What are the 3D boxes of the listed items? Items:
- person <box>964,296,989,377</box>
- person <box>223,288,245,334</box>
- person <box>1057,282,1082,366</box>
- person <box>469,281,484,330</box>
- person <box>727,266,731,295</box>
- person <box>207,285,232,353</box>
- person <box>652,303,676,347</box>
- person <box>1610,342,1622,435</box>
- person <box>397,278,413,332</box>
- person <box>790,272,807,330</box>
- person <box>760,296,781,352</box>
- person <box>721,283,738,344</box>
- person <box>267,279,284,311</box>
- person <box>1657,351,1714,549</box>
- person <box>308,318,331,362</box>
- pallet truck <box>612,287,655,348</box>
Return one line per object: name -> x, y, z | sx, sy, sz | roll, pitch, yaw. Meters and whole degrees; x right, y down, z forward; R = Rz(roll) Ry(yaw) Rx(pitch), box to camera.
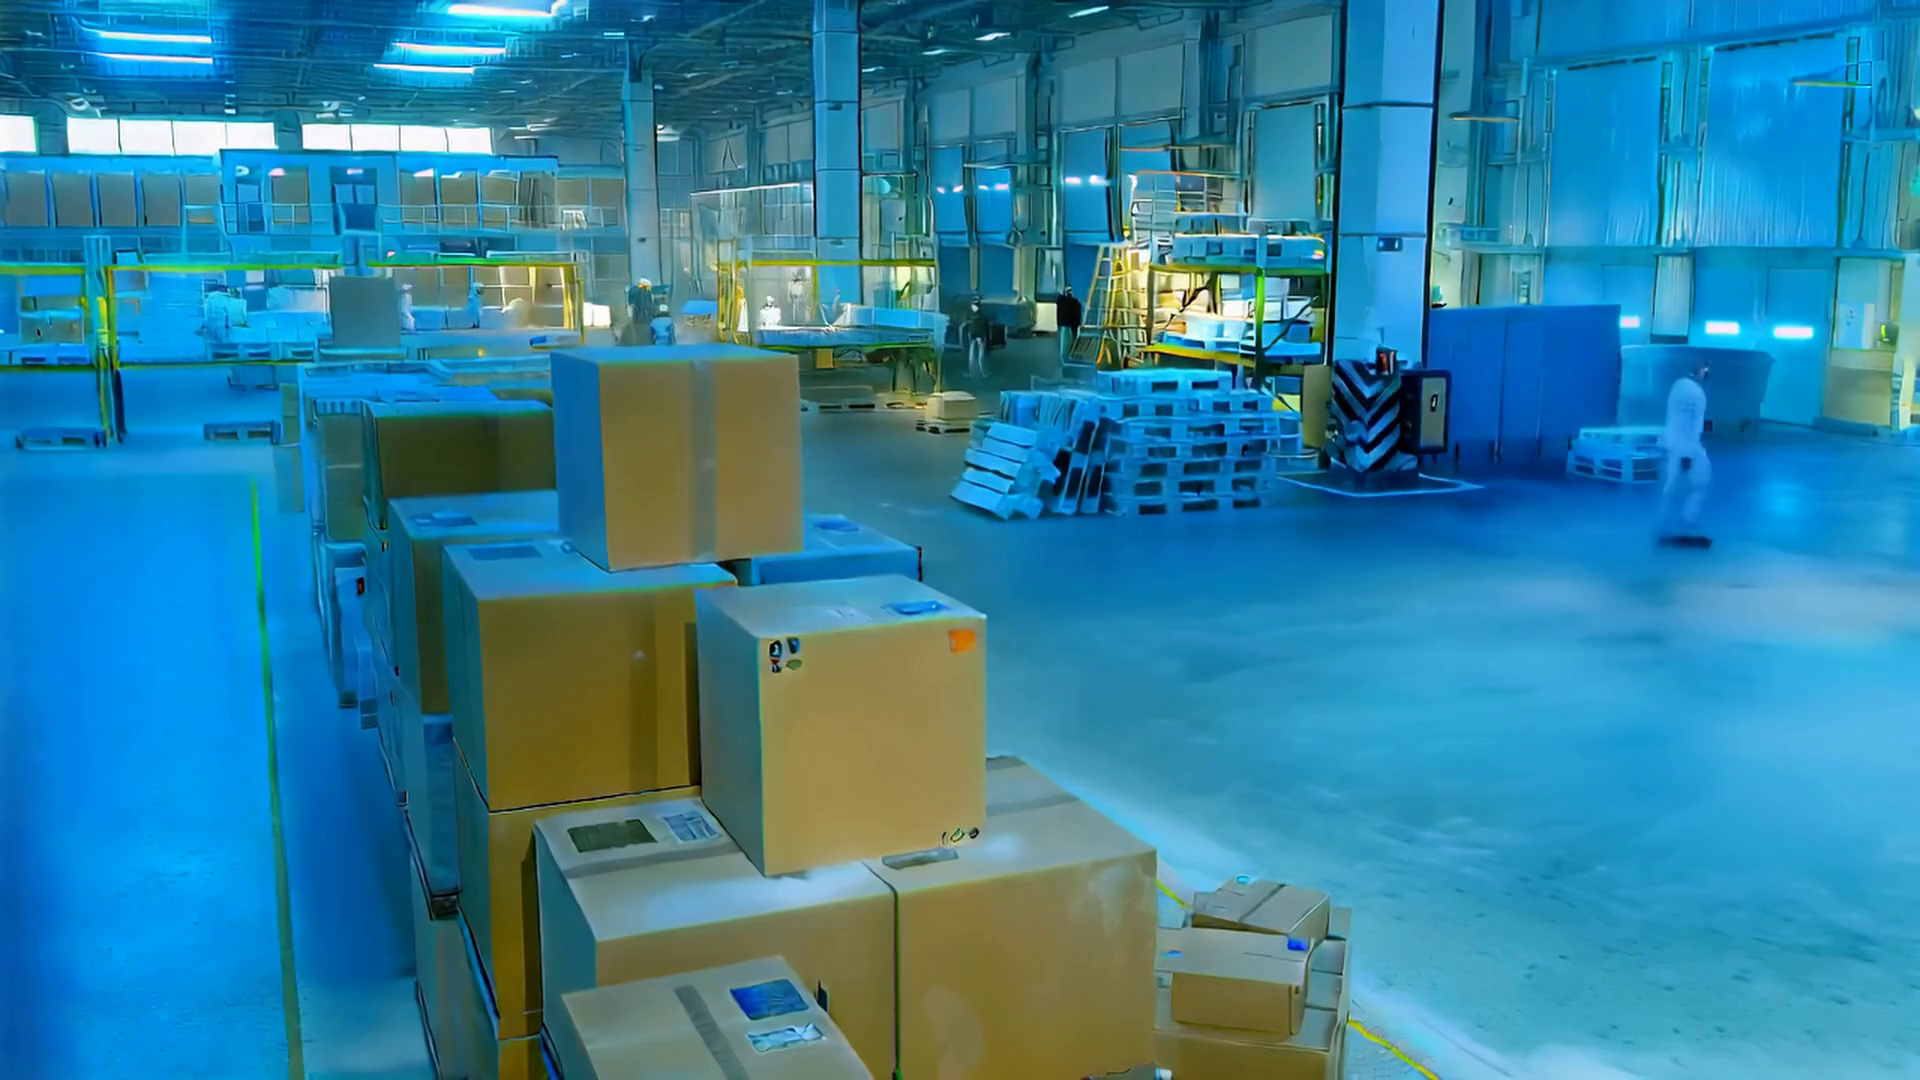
person -> 0.346, -4.384, 35.966 | 0.543, 1.749, 0.460 | 1, 10, 4
person -> -17.497, -5.177, 40.175 | 0.493, 1.815, 0.995 | -4, 11, -22
person -> 2.584, -5.095, 39.250 | 0.610, 1.985, 0.415 | -3, 11, -15
person -> -12.045, -5.488, 41.531 | 0.366, 1.938, 0.630 | 0, 10, 2
person -> -8.841, -9.635, 64.378 | 0.351, 1.942, 0.547 | 1, 10, 6
person -> -18.930, -5.602, 42.531 | 0.656, 1.798, 0.949 | -8, 13, -38
person -> -5.897, -3.839, 33.029 | 0.494, 1.720, 0.688 | 3, 11, 18
person -> 9.171, -2.214, 23.698 | 0.608, 1.855, 0.705 | -8, 13, -39
person -> -15.524, -6.351, 46.416 | 0.753, 1.904, 0.594 | 2, 10, 11
person -> -5.291, -7.916, 55.041 | 0.621, 1.903, 1.021 | 5, 11, 24
person -> -4.461, -4.940, 39.273 | 0.538, 1.645, 0.884 | -3, 11, -17
person -> -5.725, -5.421, 41.266 | 0.583, 1.906, 0.487 | 5, 11, 26
person -> -20.141, -6.787, 49.076 | 0.915, 1.815, 0.625 | 4, 11, 22
person -> 7.098, -0.863, 16.078 | 0.624, 1.919, 0.661 | 1, 10, 8
person -> -9.237, -2.311, 24.300 | 0.516, 1.847, 0.331 | -8, 13, -38
pallet truck -> -6.464, -4.406, 35.401 | 0.823, 1.965, 1.885 | 6, 12, 32
